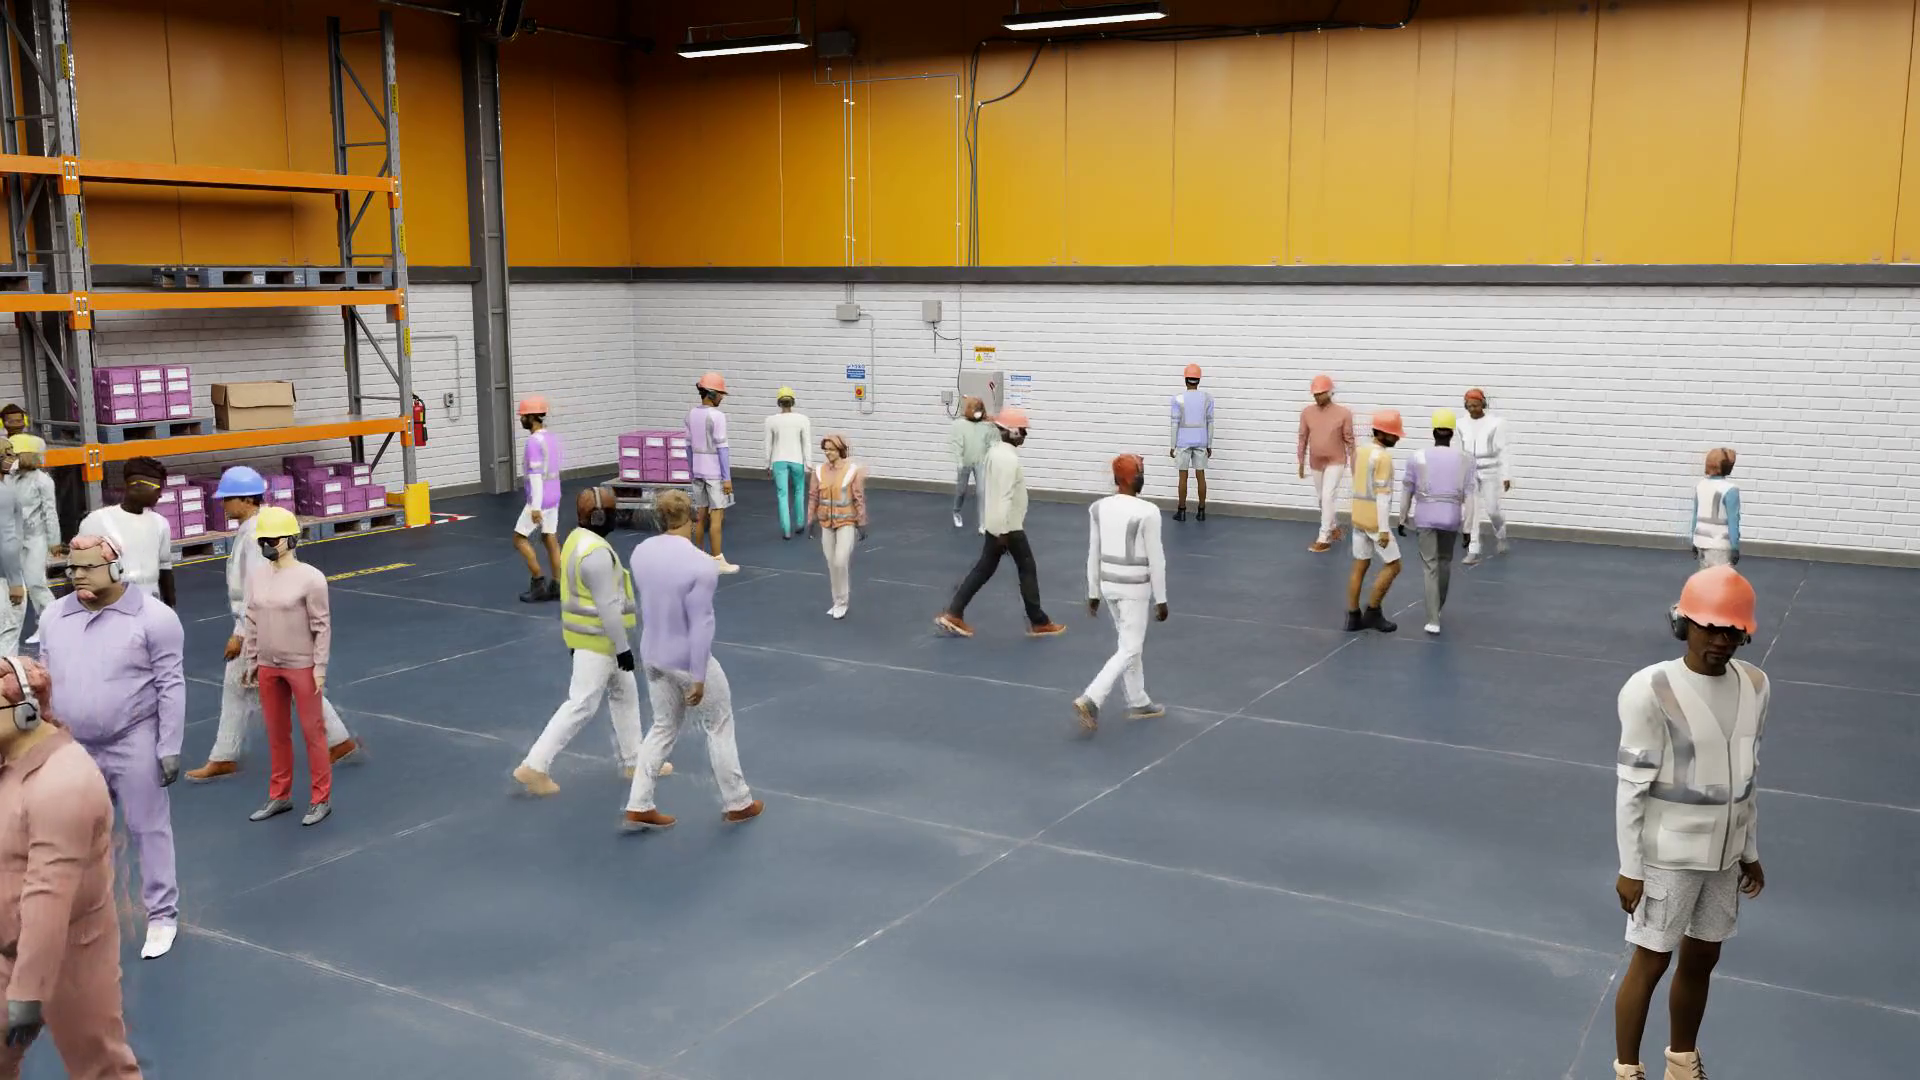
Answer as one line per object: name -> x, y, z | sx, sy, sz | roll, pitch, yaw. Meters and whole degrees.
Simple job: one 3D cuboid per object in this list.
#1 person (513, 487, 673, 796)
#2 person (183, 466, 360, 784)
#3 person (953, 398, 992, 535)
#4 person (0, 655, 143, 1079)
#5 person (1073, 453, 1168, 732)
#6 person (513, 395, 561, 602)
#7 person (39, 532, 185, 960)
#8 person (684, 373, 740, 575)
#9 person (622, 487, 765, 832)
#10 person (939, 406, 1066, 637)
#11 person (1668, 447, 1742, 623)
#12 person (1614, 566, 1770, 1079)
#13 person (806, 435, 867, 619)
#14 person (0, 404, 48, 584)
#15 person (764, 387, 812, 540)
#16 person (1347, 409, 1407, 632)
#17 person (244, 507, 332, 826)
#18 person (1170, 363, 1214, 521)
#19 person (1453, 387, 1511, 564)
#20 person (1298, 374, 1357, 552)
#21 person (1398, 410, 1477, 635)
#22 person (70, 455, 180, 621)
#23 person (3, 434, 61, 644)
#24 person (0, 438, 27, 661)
person -> -2.189, 0.586, 9.732 | 0.919, 1.807, 0.627 | -3, 10, -19
person -> -4.134, 0.498, 9.968 | 0.978, 1.909, 0.605 | -6, 11, -35
person -> 0.133, -0.898, 19.629 | 0.485, 1.591, 0.851 | -2, 9, -14
person -> -2.900, 1.292, 5.070 | 0.652, 1.877, 0.830 | 8, 12, 41
person -> 1.067, 0.347, 11.057 | 0.874, 1.858, 0.579 | -8, 12, -39
person -> -3.908, -0.370, 15.294 | 0.554, 1.917, 0.581 | 1, 9, 6
person -> -3.761, 0.911, 7.356 | 0.641, 1.908, 0.407 | 0, 9, 0
person -> -2.507, -0.668, 16.817 | 0.605, 2.033, 0.392 | 9, 12, 43
person -> -1.498, 0.659, 9.035 | 0.634, 1.897, 0.768 | 6, 11, 35
person -> 0.325, -0.142, 13.835 | 1.055, 1.947, 0.620 | -2, 9, -12
person -> 6.134, 0.047, 13.619 | 0.612, 1.622, 0.524 | -1, 9, -7
person -> 2.576, 1.090, 5.819 | 0.615, 2.038, 0.383 | -3, 10, -21
person -> -1.119, -0.111, 14.616 | 0.538, 1.619, 0.568 | 4, 10, 25
person -> -8.584, -0.322, 15.210 | 0.538, 1.860, 0.327 | -9, 13, -43
person -> -1.987, -0.898, 19.192 | 0.544, 1.722, 0.848 | -1, 9, -7
person -> 3.505, -0.151, 13.952 | 0.466, 1.909, 0.655 | -2, 9, -13
person -> -3.707, 0.692, 9.160 | 0.522, 1.768, 0.312 | 3, 9, 16
person -> 2.831, -1.193, 20.386 | 0.546, 1.938, 0.361 | -1, 9, -7
person -> 5.531, -0.695, 17.538 | 0.644, 1.857, 0.780 | 7, 12, 38
person -> 4.078, -0.872, 18.375 | 0.665, 1.950, 0.921 | 7, 11, 36
person -> 4.072, -0.176, 14.235 | 0.591, 1.876, 0.981 | 1, 9, 3
person -> -5.150, 0.441, 10.280 | 0.371, 1.911, 0.715 | 4, 10, 22
person -> -7.595, -0.002, 13.585 | 0.482, 1.732, 0.401 | 4, 10, 21
person -> -6.559, 0.252, 11.367 | 0.629, 1.939, 0.372 | 8, 12, 42
